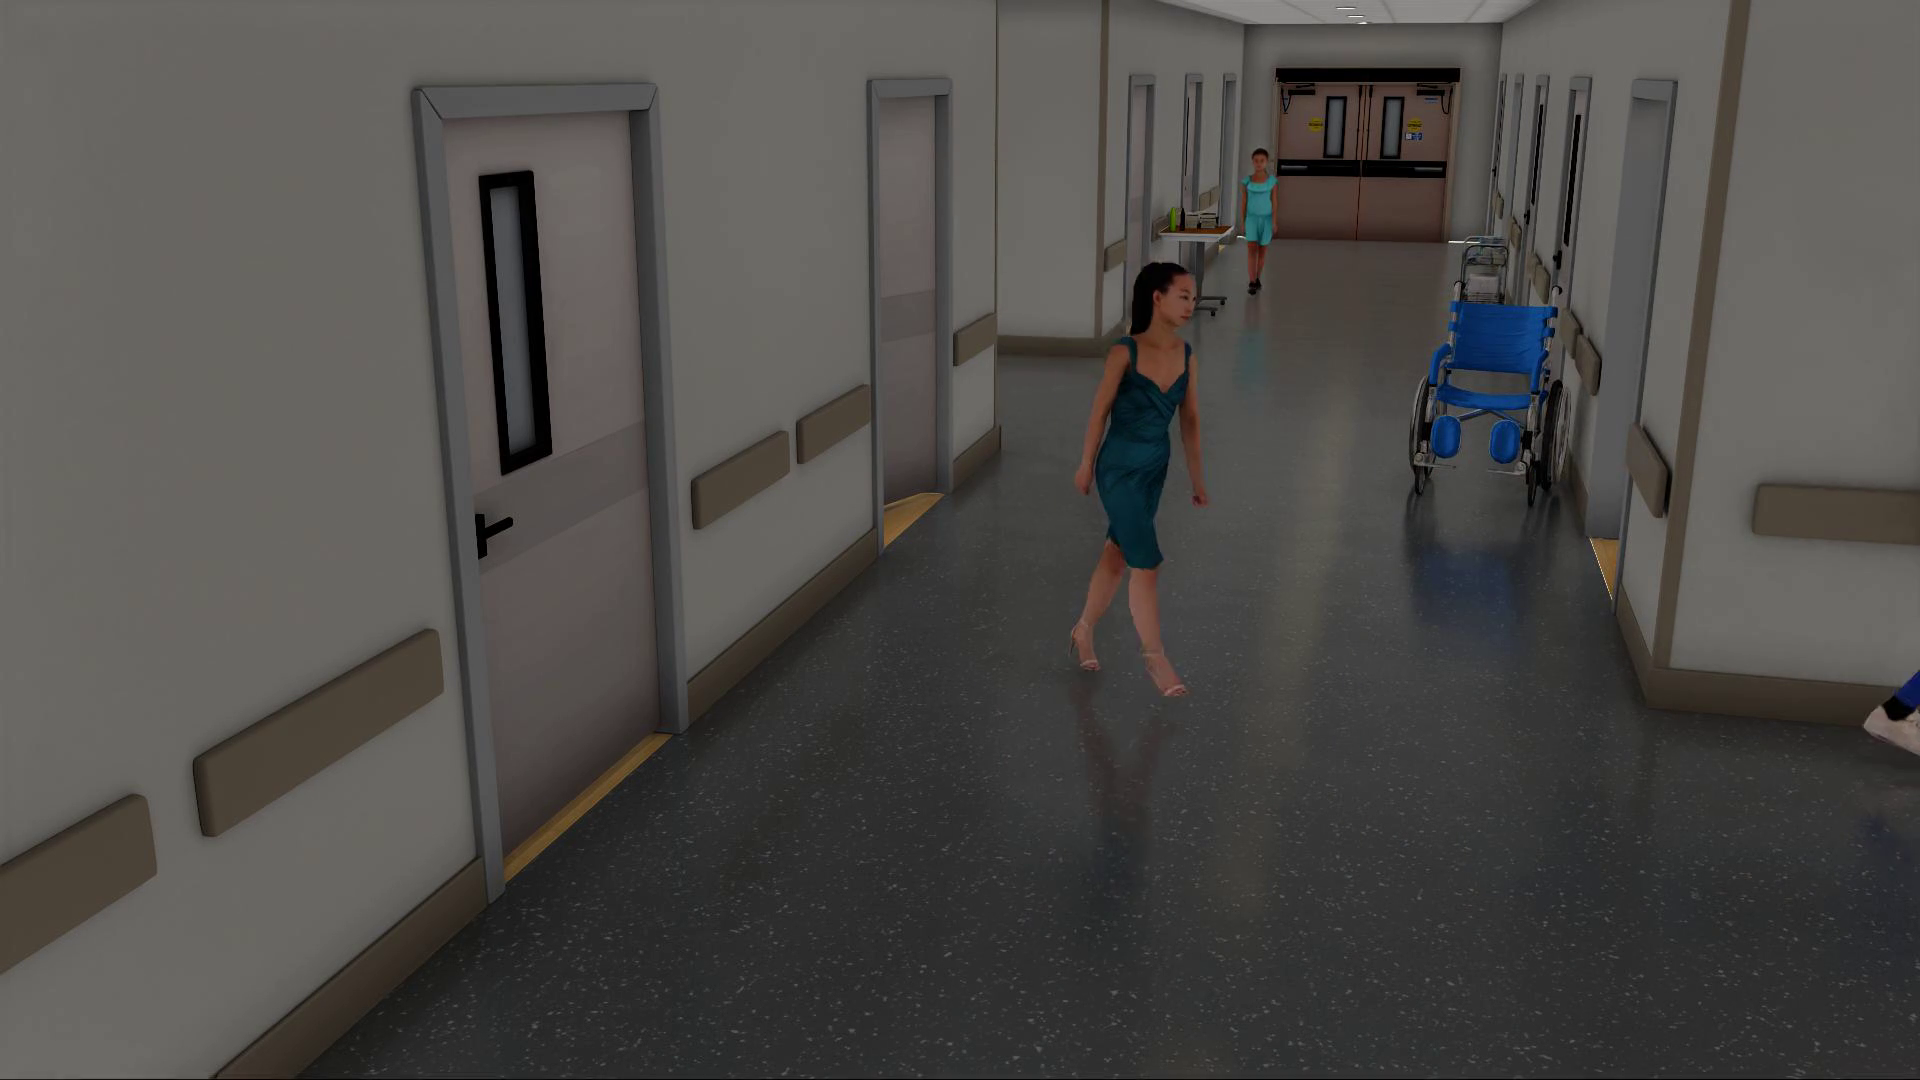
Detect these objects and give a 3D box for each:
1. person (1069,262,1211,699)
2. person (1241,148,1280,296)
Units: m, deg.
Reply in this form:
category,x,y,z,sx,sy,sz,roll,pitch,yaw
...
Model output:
category,x,y,z,sx,sy,sz,roll,pitch,yaw
person,0.603,-0.220,6.398,0.902,1.635,0.930,-8,18,-27
person,3.234,-3.417,17.946,0.633,1.522,1.070,3,16,9
